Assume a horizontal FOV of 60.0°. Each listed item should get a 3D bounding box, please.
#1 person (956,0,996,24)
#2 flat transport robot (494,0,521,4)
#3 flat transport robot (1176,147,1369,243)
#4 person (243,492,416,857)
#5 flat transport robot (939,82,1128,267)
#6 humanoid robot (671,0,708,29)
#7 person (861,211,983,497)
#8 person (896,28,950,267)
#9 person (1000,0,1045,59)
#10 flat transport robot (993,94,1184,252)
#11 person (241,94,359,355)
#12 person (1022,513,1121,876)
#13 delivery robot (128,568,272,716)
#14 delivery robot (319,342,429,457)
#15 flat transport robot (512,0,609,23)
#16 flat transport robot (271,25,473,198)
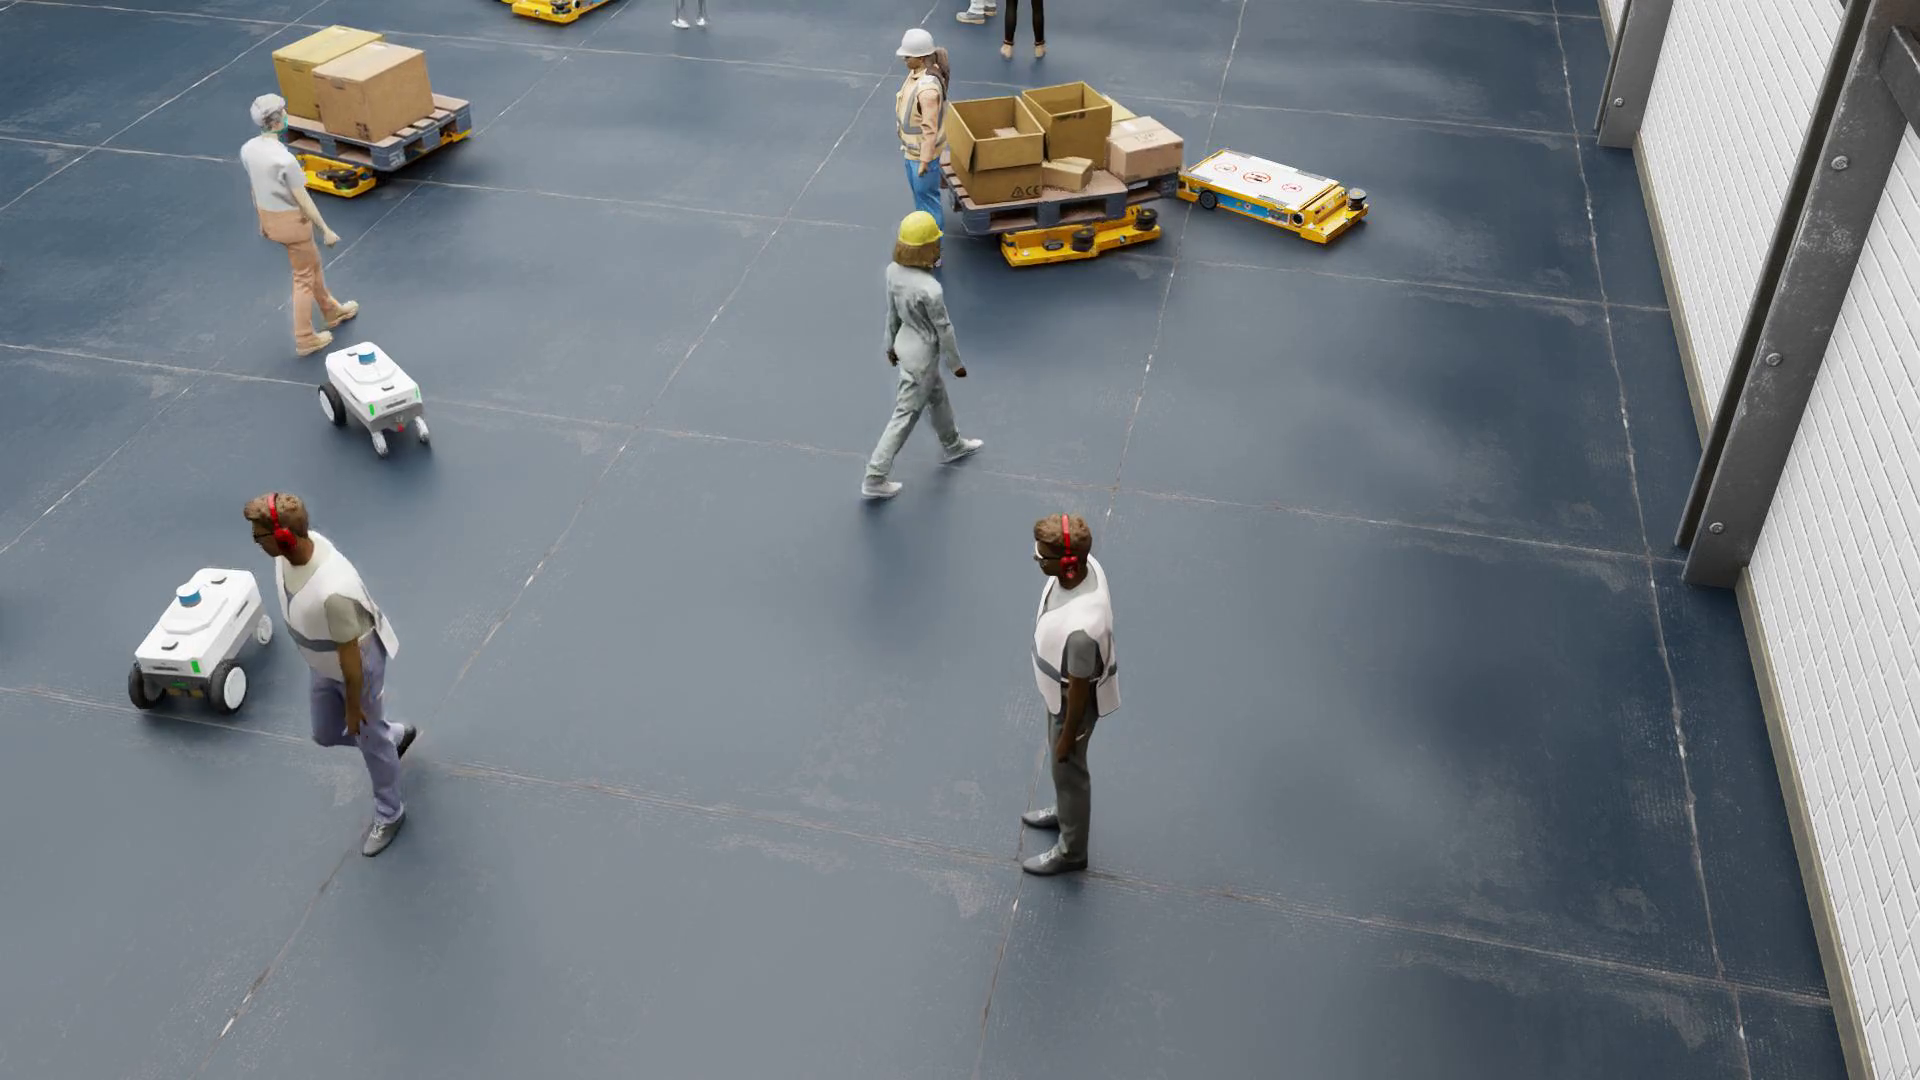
[{"bbox_3d":[0.166,-5.843,15.691,0.356,1.881,0.573,21,42,26],"label":"person"},{"bbox_3d":[-4.698,-5.727,16.882,1.431,0.231,0.659,24,43,28],"label":"flat transport robot"},{"bbox_3d":[2.348,-2.665,12.785,1.431,0.231,0.659,26,44,30],"label":"flat transport robot"},{"bbox_3d":[-2.659,0.538,7.206,0.545,1.824,0.492,22,42,27],"label":"person"},{"bbox_3d":[0.504,-2.478,12.535,0.659,0.231,1.431,-9,38,-12],"label":"flat transport robot"},{"bbox_3d":[-2.608,-5.606,15.506,0.533,1.821,0.659,-19,41,-24],"label":"humanoid robot"},{"bbox_3d":[-0.241,-1.065,9.440,0.888,1.697,0.482,-18,40,-23],"label":"person"},{"bbox_3d":[-0.251,-2.743,11.670,0.367,1.727,0.487,-9,38,-11],"label":"person"},{"bbox_3d":[0.592,-5.188,14.976,0.535,1.689,0.322,0,37,0],"label":"person"},{"bbox_3d":[0.883,-2.609,12.710,0.659,0.231,1.431,-16,40,-21],"label":"flat transport robot"},{"bbox_3d":[-4.241,-2.078,10.788,0.513,1.715,0.725,23,43,28],"label":"person"},{"bbox_3d":[0.471,0.655,7.038,0.404,1.834,0.566,-1,37,-1],"label":"person"},{"bbox_3d":[-3.793,0.496,8.319,0.499,0.599,0.784,4,37,5],"label":"delivery robot"},{"bbox_3d":[-3.593,-0.911,10.206,0.499,0.602,0.801,-26,44,-30],"label":"delivery robot"},{"bbox_3d":[-3.739,-5.494,16.571,0.659,0.231,1.431,19,41,23],"label":"flat transport robot"},{"bbox_3d":[-4.702,-3.172,13.464,0.659,0.231,1.431,17,40,21],"label":"flat transport robot"}]
